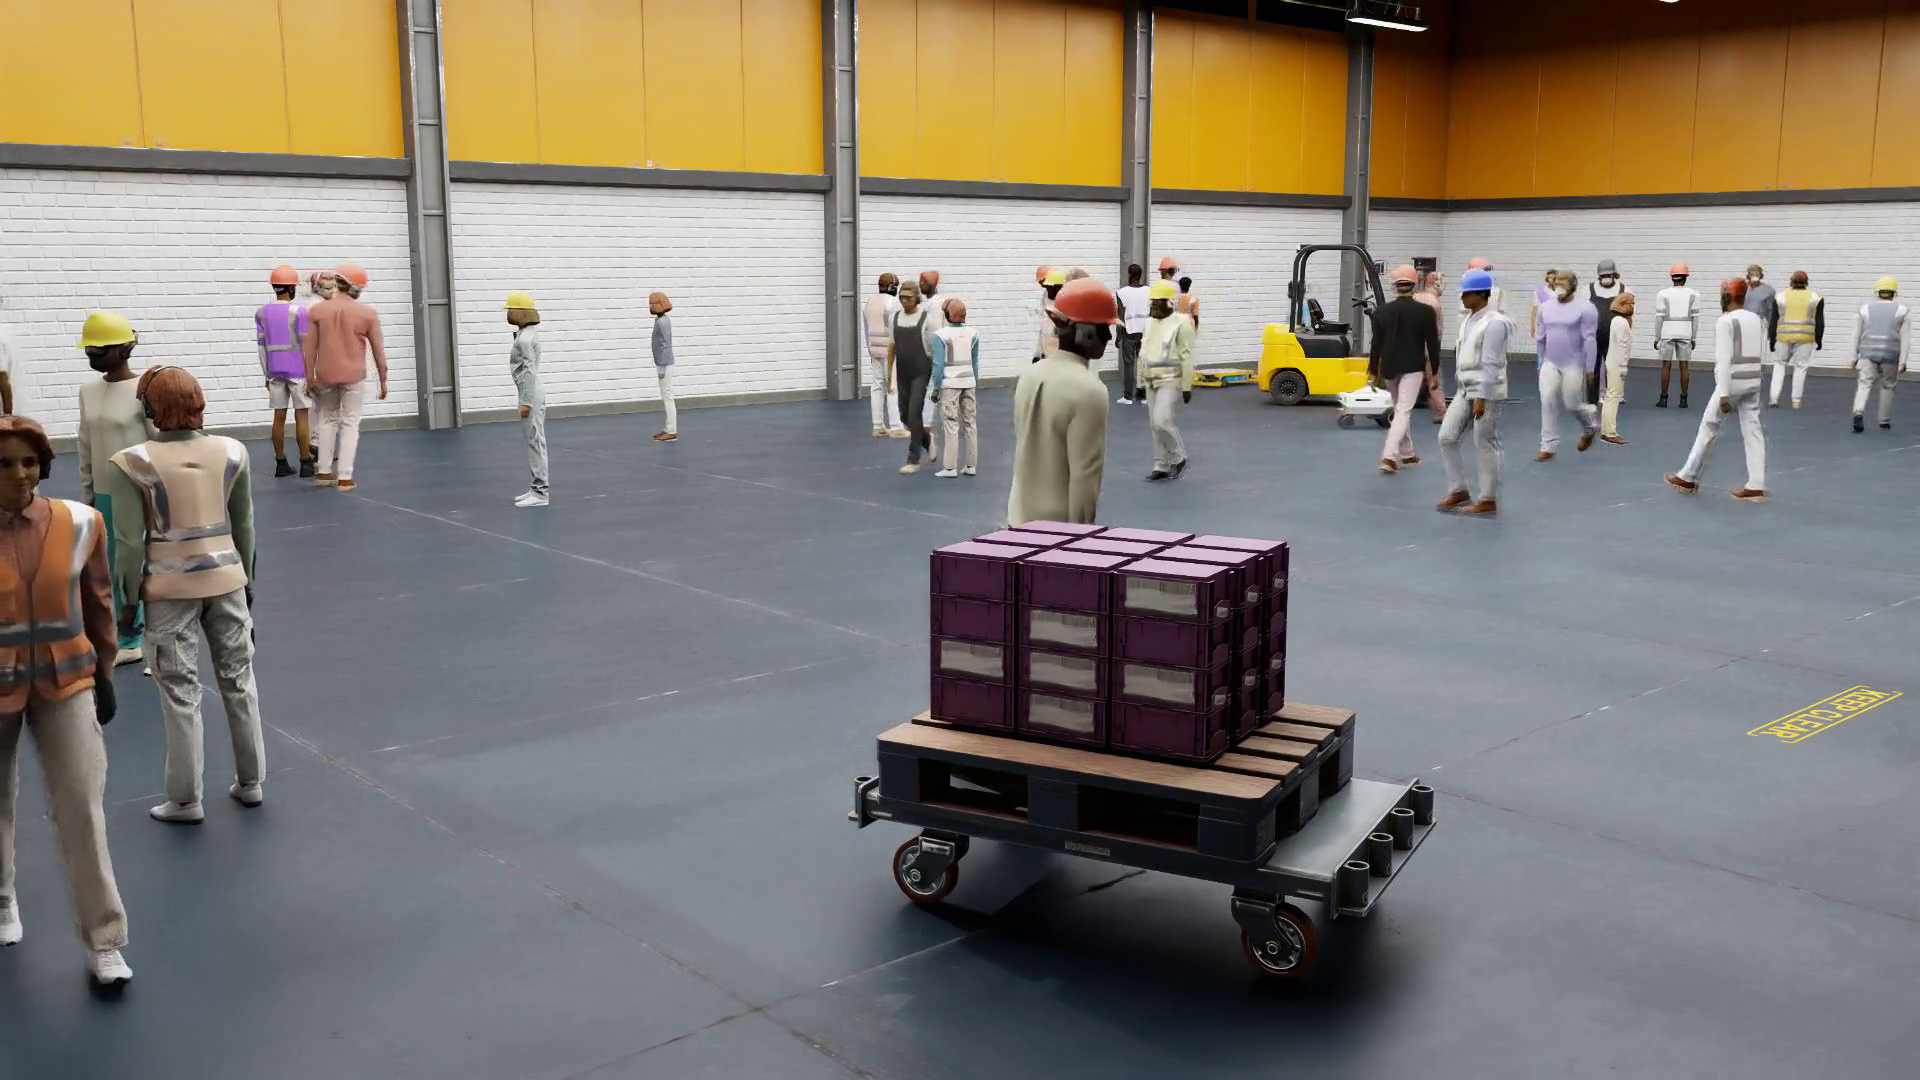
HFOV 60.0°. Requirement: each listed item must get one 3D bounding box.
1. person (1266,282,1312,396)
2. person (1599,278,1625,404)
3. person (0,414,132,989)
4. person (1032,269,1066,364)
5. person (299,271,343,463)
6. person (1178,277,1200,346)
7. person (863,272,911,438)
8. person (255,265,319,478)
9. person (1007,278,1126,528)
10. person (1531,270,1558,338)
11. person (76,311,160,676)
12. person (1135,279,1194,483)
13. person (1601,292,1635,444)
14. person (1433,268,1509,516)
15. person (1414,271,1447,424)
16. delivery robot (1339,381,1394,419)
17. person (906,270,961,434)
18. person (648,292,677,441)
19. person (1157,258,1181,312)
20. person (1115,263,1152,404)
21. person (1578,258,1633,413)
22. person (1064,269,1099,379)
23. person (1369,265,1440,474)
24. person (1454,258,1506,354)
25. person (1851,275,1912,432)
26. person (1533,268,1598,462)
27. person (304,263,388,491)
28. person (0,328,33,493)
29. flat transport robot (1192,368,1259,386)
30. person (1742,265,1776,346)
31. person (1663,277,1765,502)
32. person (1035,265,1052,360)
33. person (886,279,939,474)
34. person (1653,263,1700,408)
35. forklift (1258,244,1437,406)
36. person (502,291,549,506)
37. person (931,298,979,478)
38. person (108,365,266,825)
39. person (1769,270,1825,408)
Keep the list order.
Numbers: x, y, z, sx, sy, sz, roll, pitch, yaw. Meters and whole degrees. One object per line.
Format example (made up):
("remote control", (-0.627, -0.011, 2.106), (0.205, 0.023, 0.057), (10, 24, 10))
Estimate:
("person", (4.755, -2.905, 24.056), (0.833, 1.662, 0.542), (1, 10, 4))
("person", (8.849, -2.689, 22.587), (0.524, 1.727, 0.865), (2, 10, 14))
("person", (-2.644, 0.439, 4.686), (0.545, 1.586, 0.881), (-8, 13, -40))
("person", (1.156, -2.147, 18.974), (0.947, 1.889, 0.587), (-4, 11, -24))
("person", (-6.216, -1.677, 16.216), (0.439, 1.879, 0.674), (-8, 13, -41))
("person", (3.597, -3.386, 26.795), (0.534, 1.691, 0.318), (4, 10, 20))
("person", (-0.794, -2.058, 18.583), (0.429, 1.841, 0.625), (-9, 14, -44))
("person", (-6.134, -1.535, 15.225), (0.542, 1.938, 0.358), (2, 10, 12))
("person", (0.456, -0.082, 6.733), (1.054, 1.929, 0.624), (-7, 12, -34))
("person", (9.369, -3.372, 26.377), (0.598, 1.795, 0.934), (2, 10, 12))
("person", (-4.031, -0.218, 8.024), (0.533, 1.765, 0.329), (3, 10, 18))
("person", (1.798, -1.408, 14.827), (0.420, 1.815, 0.609), (-6, 11, -32))
("person", (7.133, -1.857, 18.000), (0.283, 1.634, 0.498), (2, 10, 13))
("person", (3.965, -1.134, 12.930), (0.582, 1.928, 0.610), (-2, 10, -12))
("person", (5.547, -2.308, 20.043), (1.005, 1.850, 0.656), (-1, 10, -6))
("delivery robot", (4.824, -1.628, 19.540), (0.707, 0.478, 0.477), (0, 10, 2))
("person", (-0.309, -2.114, 18.811), (0.593, 1.871, 0.603), (-2, 10, -9))
("person", (-3.267, -1.902, 18.271), (0.268, 1.630, 0.507), (-2, 10, -10))
("person", (3.275, -3.397, 26.007), (0.963, 2.017, 0.614), (6, 11, 30))
("person", (2.400, -2.818, 22.791), (0.593, 1.922, 0.392), (-4, 10, -21))
("person", (8.248, -2.631, 21.345), (0.683, 2.000, 0.591), (4, 10, 21))
("person", (0.971, -1.215, 13.472), (0.403, 1.917, 0.717), (2, 10, 12))
("person", (4.162, -1.603, 15.626), (0.625, 1.941, 1.023), (7, 12, 37))
("person", (6.452, -2.459, 20.448), (0.616, 2.006, 0.724), (-3, 10, -19))
("person", (10.564, -2.130, 19.106), (0.609, 1.809, 0.809), (8, 12, 37))
("person", (6.052, -1.729, 16.473), (0.786, 1.914, 0.631), (-8, 12, -39))
("person", (-5.312, -1.411, 14.449), (0.665, 1.954, 0.558), (-1, 10, -4))
("person", (-6.506, -0.798, 11.187), (0.564, 1.847, 0.538), (-5, 11, -25))
("flat transport robot", (4.068, -2.556, 26.080), (0.652, 0.197, 1.431), (9, 13, 43))
("person", (11.984, -3.220, 25.236), (0.646, 1.894, 1.005), (4, 10, 21))
("person", (6.406, -1.267, 13.923), (0.573, 1.831, 0.981), (-5, 11, -25))
("person", (1.453, -3.055, 24.278), (0.814, 1.898, 0.561), (-3, 10, -17))
("person", (-0.394, -1.546, 15.677), (0.560, 1.815, 0.735), (5, 11, 27))
("person", (9.553, -2.726, 22.212), (0.546, 1.934, 0.376), (3, 10, 14))
("forklift", (5.256, -2.933, 22.661), (2.313, 2.155, 1.214), (3, 10, 16))
("person", (-3.523, -1.144, 13.504), (0.311, 1.744, 0.486), (-2, 10, -10))
("person", (-0.038, -1.382, 15.196), (0.513, 1.642, 0.313), (-7, 12, -36))
("person", (-2.752, 0.198, 5.948), (0.314, 1.642, 0.514), (8, 12, 39))
("person", (11.099, -2.655, 22.085), (0.651, 1.839, 0.456), (6, 11, 31))
